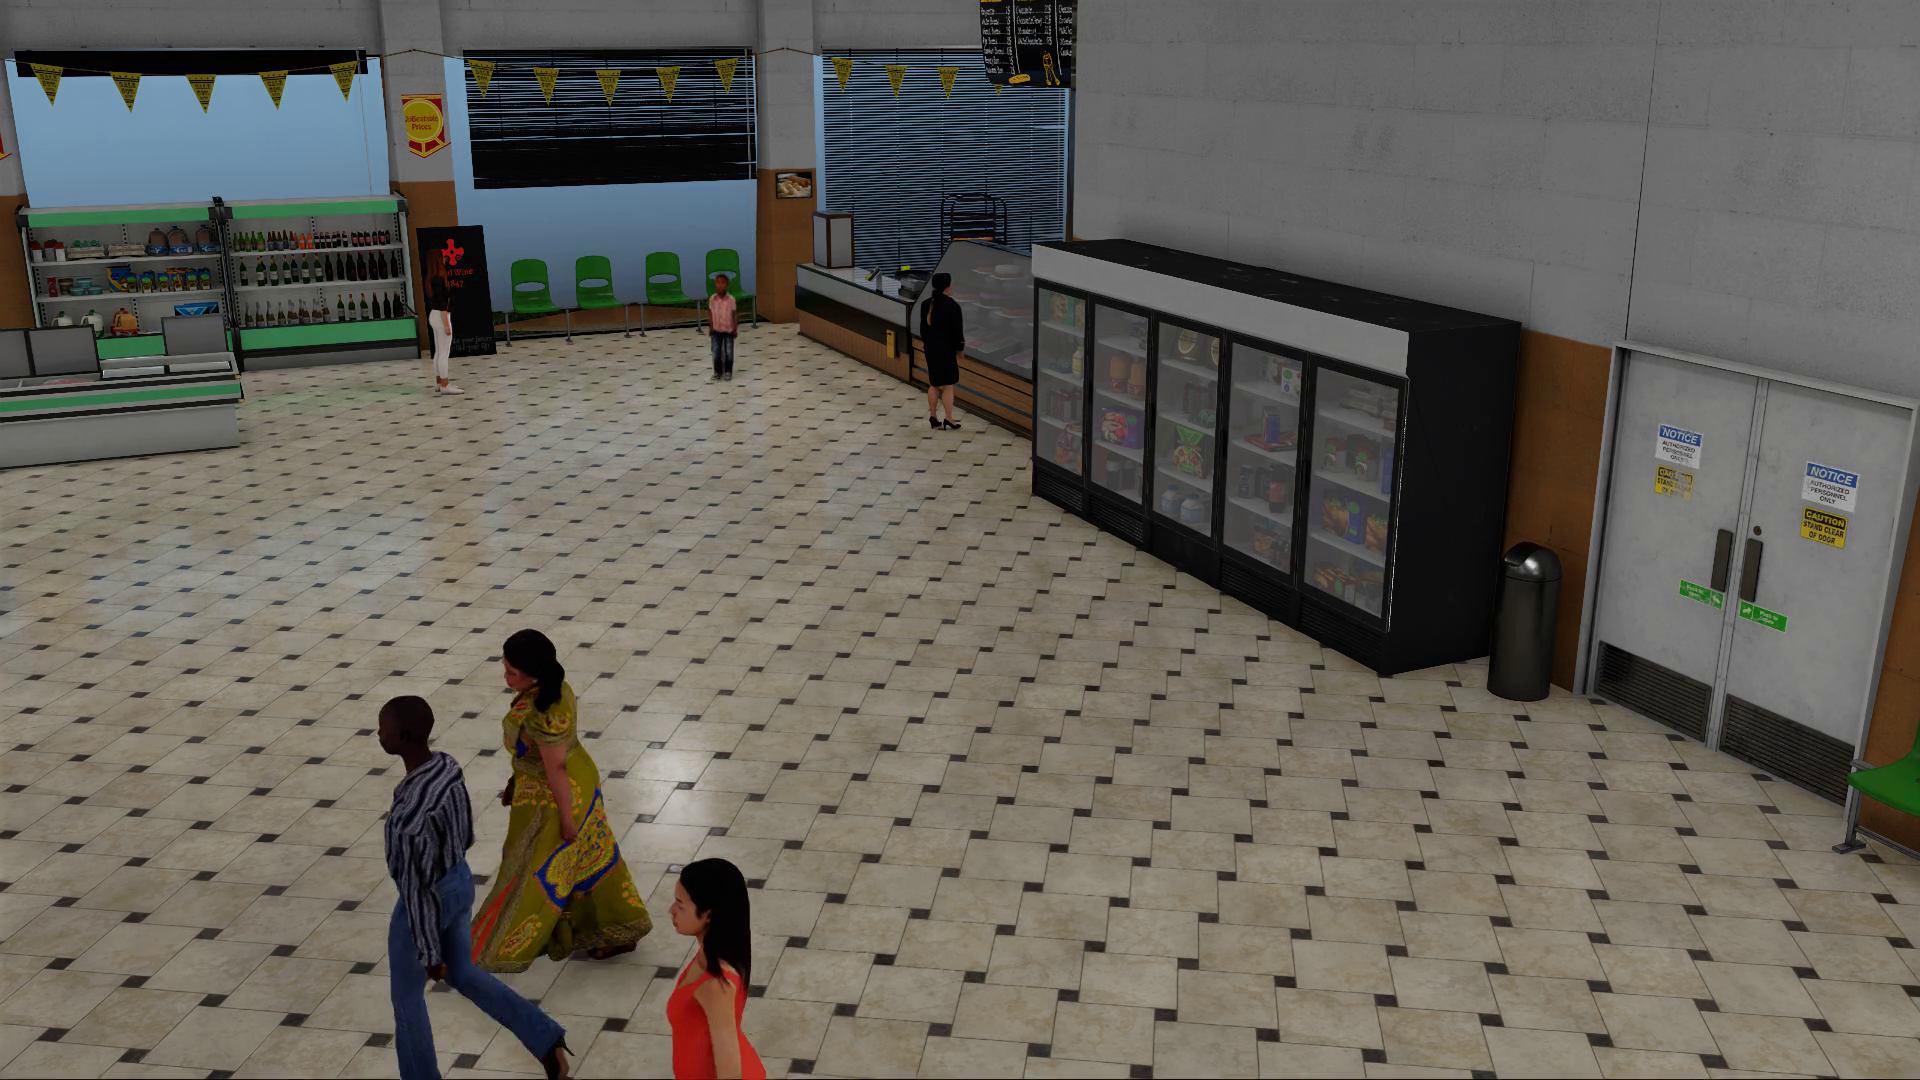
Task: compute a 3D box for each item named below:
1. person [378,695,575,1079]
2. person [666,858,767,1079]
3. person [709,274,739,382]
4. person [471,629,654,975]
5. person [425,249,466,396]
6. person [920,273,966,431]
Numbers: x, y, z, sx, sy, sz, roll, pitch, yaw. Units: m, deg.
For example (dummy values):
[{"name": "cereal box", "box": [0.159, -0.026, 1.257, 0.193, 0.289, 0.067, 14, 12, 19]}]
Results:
[{"name": "person", "box": [-1.883, 1.423, 6.293, 1.105, 1.765, 0.931, 1, 17, 4]}, {"name": "person", "box": [-0.669, 1.779, 5.226, 0.688, 1.705, 0.668, -1, 17, -4]}, {"name": "person", "box": [-2.878, -2.602, 20.356, 0.719, 1.297, 0.747, 1, 17, 4]}, {"name": "person", "box": [-1.713, 1.170, 7.387, 1.225, 1.613, 0.960, -3, 17, -8]}, {"name": "person", "box": [-6.110, -2.575, 19.565, 0.538, 1.704, 0.620, -10, 19, -29]}, {"name": "person", "box": [-0.197, -2.009, 17.759, 0.797, 1.671, 0.804, 12, 21, 34]}]
